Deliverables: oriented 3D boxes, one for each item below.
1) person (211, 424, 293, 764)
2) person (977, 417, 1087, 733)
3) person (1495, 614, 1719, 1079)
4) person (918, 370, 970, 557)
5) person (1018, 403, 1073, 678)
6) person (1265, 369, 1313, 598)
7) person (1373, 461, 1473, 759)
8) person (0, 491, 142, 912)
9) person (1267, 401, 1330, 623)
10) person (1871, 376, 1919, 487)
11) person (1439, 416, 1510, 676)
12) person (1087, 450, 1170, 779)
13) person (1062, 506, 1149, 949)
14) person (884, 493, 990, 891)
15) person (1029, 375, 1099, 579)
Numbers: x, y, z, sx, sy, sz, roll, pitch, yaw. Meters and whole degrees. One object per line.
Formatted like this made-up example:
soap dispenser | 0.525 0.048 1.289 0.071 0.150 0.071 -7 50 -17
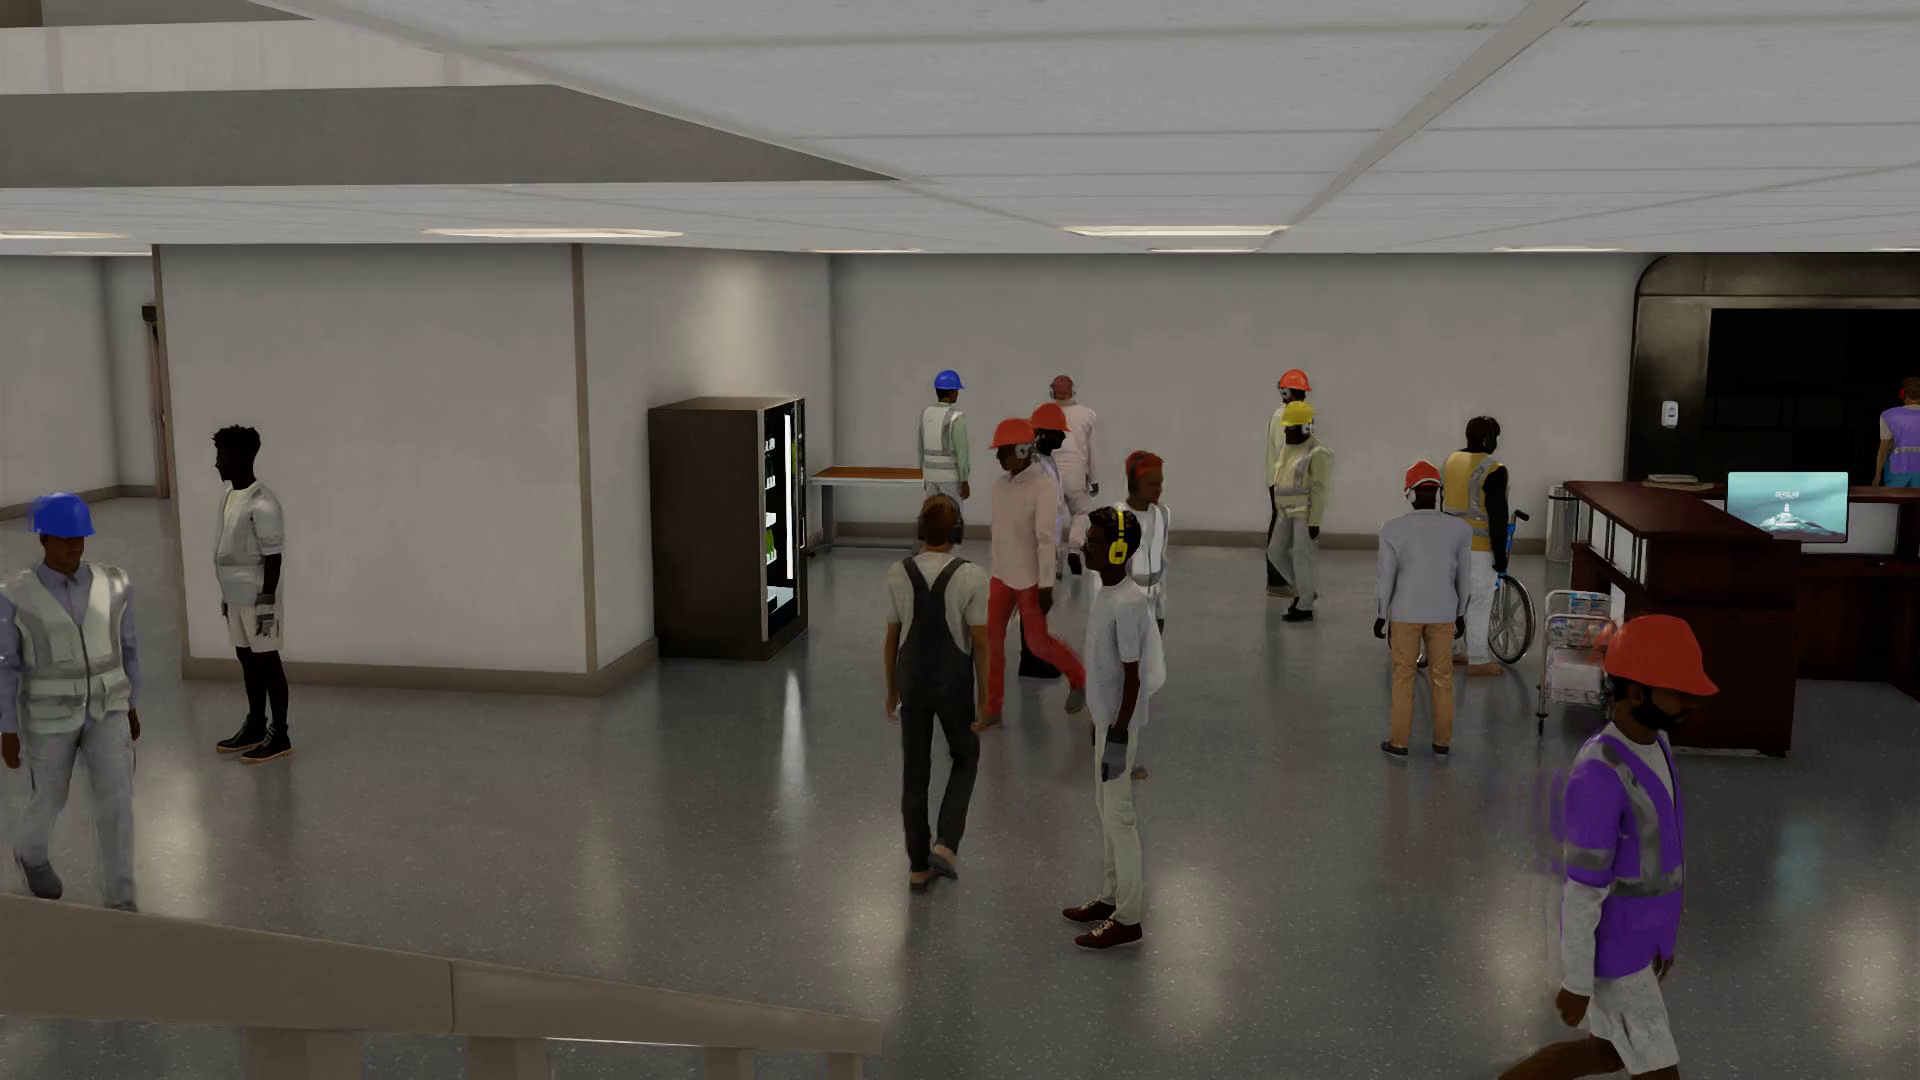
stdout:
person | -4.136 0.307 9.679 0.606 1.966 0.367 9 13 43
person | 0.425 0.209 10.330 0.916 1.949 0.631 -7 11 -36
person | 1.822 1.127 4.802 0.822 1.909 0.541 6 11 32
person | -0.130 -0.579 15.194 0.388 1.947 0.615 -8 12 -42
person | 0.597 0.003 11.680 0.381 1.931 0.545 3 10 17
person | 2.865 -0.499 14.570 0.391 1.991 0.613 2 9 13
person | 2.691 0.410 9.722 0.562 1.743 0.337 0 9 -1
person | -3.906 0.727 7.256 0.904 1.919 0.620 8 12 42
person | 2.730 -0.230 13.469 0.430 1.805 0.641 -3 10 -20
person | 8.998 -0.626 15.807 0.575 1.843 0.375 1 9 6
person | 3.644 0.037 11.768 0.429 1.835 0.630 -4 10 -21
person | 0.922 0.411 9.361 0.589 1.865 0.540 -8 12 -41
person | 0.627 0.783 7.023 0.328 1.876 0.514 -1 9 -4
person | -0.109 0.701 7.649 0.534 1.828 0.396 2 9 13
person | 0.953 -0.580 15.367 0.664 1.890 0.425 1 9 6
